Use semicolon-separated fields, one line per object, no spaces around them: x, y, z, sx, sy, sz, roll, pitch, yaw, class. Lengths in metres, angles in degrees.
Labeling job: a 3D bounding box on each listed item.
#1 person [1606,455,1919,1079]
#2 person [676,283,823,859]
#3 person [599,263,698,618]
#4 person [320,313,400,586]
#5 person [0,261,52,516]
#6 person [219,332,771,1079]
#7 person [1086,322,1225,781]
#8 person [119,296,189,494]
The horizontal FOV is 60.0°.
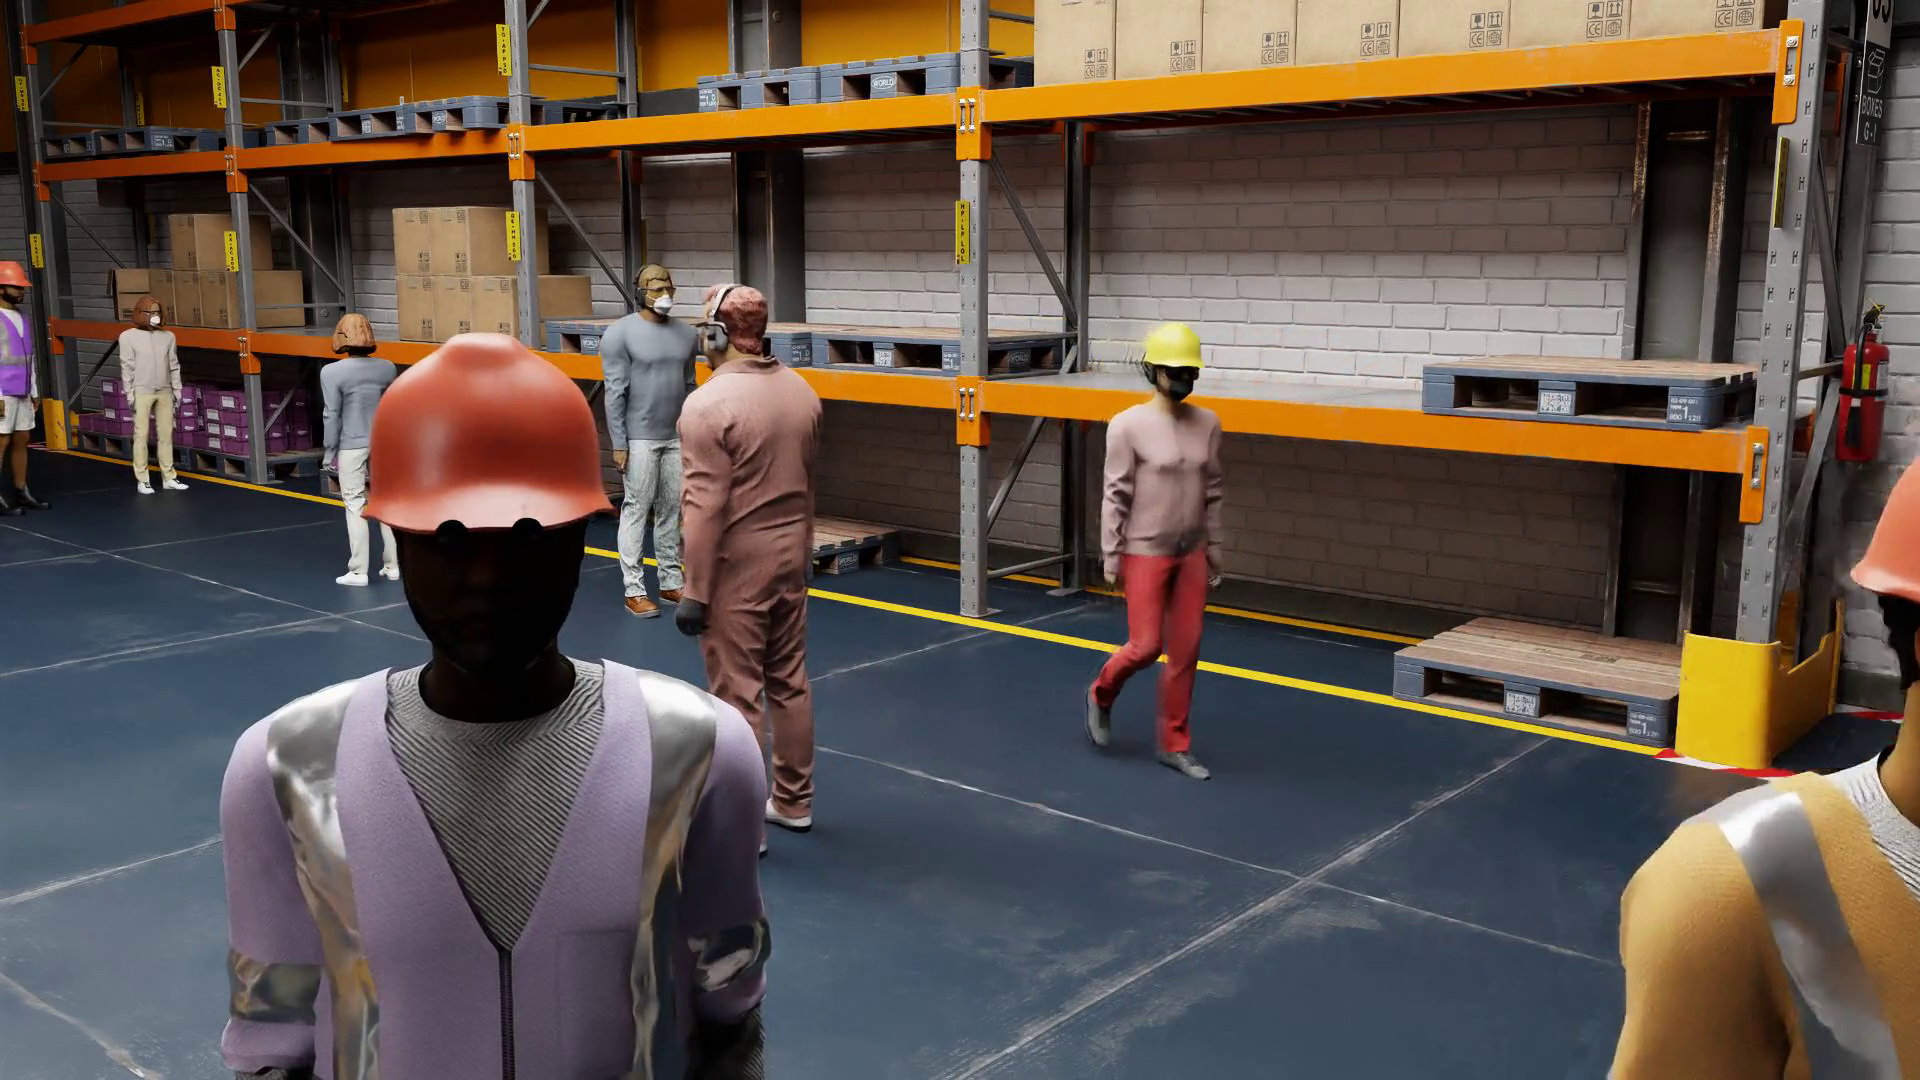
0.876;0.834;1.432;0.561;1.890;0.994;-3;11;-19;person
-0.727;0.103;5.576;0.402;1.906;0.651;6;12;30;person
-1.679;-0.552;9.216;0.373;1.940;0.628;9;13;41;person
-3.601;-0.541;10.020;0.277;1.633;0.507;8;13;37;person
-7.187;-1.147;12.646;0.409;1.927;0.547;1;10;5;person
-0.456;0.761;1.730;0.545;1.942;0.352;-3;10;-15;person
0.762;0.038;6.400;0.528;1.756;0.483;-6;12;-30;person
-6.688;-1.199;13.793;0.277;1.628;0.500;7;12;34;person
